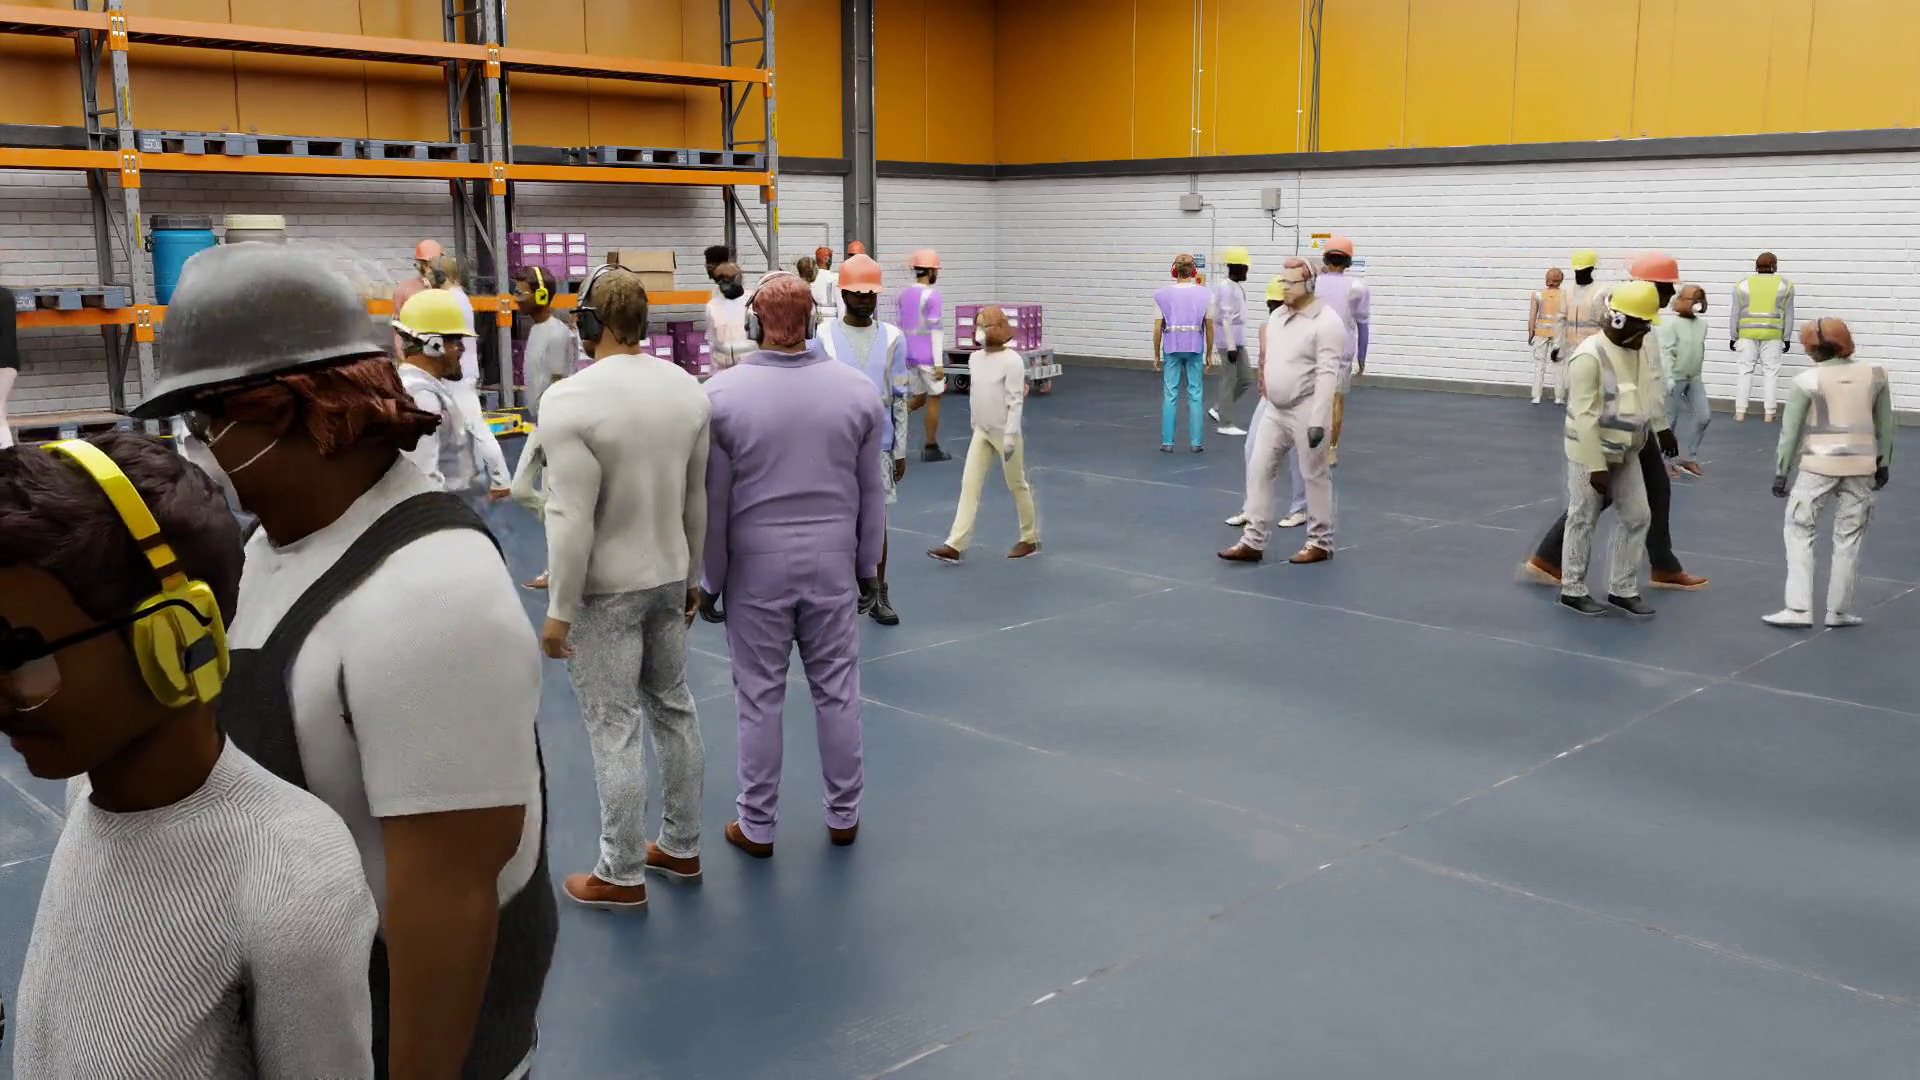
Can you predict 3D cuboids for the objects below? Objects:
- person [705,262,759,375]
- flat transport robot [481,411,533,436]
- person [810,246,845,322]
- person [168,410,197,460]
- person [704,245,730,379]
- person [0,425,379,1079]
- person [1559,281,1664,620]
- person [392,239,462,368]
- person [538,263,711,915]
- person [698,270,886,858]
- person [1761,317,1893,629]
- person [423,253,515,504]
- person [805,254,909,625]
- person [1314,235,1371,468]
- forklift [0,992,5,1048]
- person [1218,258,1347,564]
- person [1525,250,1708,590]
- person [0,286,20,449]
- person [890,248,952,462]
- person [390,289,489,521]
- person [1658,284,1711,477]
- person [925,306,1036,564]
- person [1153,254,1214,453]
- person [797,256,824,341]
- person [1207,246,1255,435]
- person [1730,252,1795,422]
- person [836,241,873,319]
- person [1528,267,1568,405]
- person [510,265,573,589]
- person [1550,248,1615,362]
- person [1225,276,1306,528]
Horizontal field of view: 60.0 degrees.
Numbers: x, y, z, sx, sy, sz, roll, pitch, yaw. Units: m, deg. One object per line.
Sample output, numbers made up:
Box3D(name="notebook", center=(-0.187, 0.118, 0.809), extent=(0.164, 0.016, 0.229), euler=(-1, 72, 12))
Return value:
Box3D(name="person", center=(-1.825, -1.438, 14.038), extent=(0.631, 1.809, 0.829), euler=(2, 11, 8))
Box3D(name="flat transport robot", center=(-4.907, -1.113, 16.444), extent=(0.652, 0.197, 1.431), euler=(5, 12, 25))
Box3D(name="person", center=(-1.644, -2.608, 20.183), extent=(0.572, 1.887, 0.354), euler=(5, 11, 24))
Box3D(name="person", center=(-4.967, -0.774, 10.905), extent=(0.280, 1.625, 0.493), euler=(6, 12, 30))
Box3D(name="person", center=(-2.235, -1.911, 16.274), extent=(0.768, 1.938, 0.675), euler=(-2, 11, -13))
Box3D(name="person", center=(-0.712, 0.824, 1.547), extent=(0.510, 1.861, 0.329), euler=(9, 14, 39))
Box3D(name="person", center=(3.411, -0.447, 8.674), extent=(0.614, 1.787, 0.633), euler=(-7, 13, -34))
Box3D(name="person", center=(-4.526, -1.569, 14.265), extent=(0.622, 1.990, 0.400), euler=(-6, 12, -28))
Box3D(name="person", center=(-1.003, 0.151, 4.998), extent=(0.357, 1.938, 0.638), euler=(7, 12, 33))
Box3D(name="person", center=(-0.561, 0.085, 5.438), extent=(0.643, 1.913, 0.410), euler=(-4, 11, -20))
Box3D(name="person", center=(4.455, -0.326, 8.509), extent=(0.604, 1.612, 0.351), euler=(1, 10, 5))
Box3D(name="person", center=(-3.846, -1.189, 12.451), extent=(1.019, 1.884, 0.647), euler=(-2, 11, -10))
Box3D(name="person", center=(-0.518, -0.495, 8.571), extent=(0.540, 1.930, 0.384), euler=(-3, 11, -16))
Box3D(name="person", center=(3.251, -1.639, 14.532), extent=(0.626, 2.021, 0.447), euler=(3, 11, 17))
Box3D(name="forklift", center=(-3.245, 0.323, 3.363), extent=(2.313, 2.155, 1.214), euler=(2, 11, 13))
Box3D(name="person", center=(1.967, -0.760, 10.116), extent=(0.840, 1.873, 0.685), euler=(-6, 12, -31))
Box3D(name="person", center=(3.773, -0.674, 9.491), extent=(0.977, 1.946, 0.589), euler=(4, 11, 21))
Box3D(name="person", center=(-7.809, -1.377, 13.328), extent=(0.656, 1.963, 0.461), euler=(4, 11, 22))
Box3D(name="person", center=(-0.392, -1.631, 14.800), extent=(0.619, 1.922, 0.551), euler=(-8, 13, -36))
Box3D(name="person", center=(-1.925, -0.035, 6.326), extent=(0.547, 1.817, 0.627), euler=(-5, 11, -23))
Box3D(name="person", center=(6.056, -1.312, 13.862), extent=(0.506, 1.618, 0.499), euler=(-3, 11, -18))
Box3D(name="person", center=(0.174, -0.639, 10.241), extent=(0.842, 1.580, 0.519), euler=(-9, 14, -40))
Box3D(name="person", center=(2.073, -1.724, 15.466), extent=(0.565, 1.849, 0.388), euler=(1, 10, 3))
Box3D(name="person", center=(-1.613, -2.140, 17.891), extent=(0.982, 1.790, 0.534), euler=(-7, 13, -35))
Box3D(name="person", center=(2.776, -2.001, 16.797), extent=(0.413, 1.909, 0.596), euler=(5, 12, 26))
Box3D(name="person", center=(8.732, -2.209, 18.142), extent=(0.631, 1.840, 0.428), euler=(5, 12, 27))
Box3D(name="person", center=(-1.440, -3.141, 22.949), extent=(0.547, 1.938, 0.377), euler=(3, 11, 16))
Box3D(name="person", center=(7.060, -2.428, 19.880), extent=(0.522, 1.639, 0.309), euler=(4, 11, 19))
Box3D(name="person", center=(-2.382, -0.628, 9.510), extent=(0.378, 1.852, 0.511), euler=(-7, 12, -33))
Box3D(name="person", center=(6.234, -1.960, 16.642), extent=(0.493, 1.896, 0.595), euler=(-7, 12, -32))
Box3D(name="person", center=(2.148, -0.928, 11.408), extent=(0.727, 1.737, 0.548), euler=(-7, 13, -35))
